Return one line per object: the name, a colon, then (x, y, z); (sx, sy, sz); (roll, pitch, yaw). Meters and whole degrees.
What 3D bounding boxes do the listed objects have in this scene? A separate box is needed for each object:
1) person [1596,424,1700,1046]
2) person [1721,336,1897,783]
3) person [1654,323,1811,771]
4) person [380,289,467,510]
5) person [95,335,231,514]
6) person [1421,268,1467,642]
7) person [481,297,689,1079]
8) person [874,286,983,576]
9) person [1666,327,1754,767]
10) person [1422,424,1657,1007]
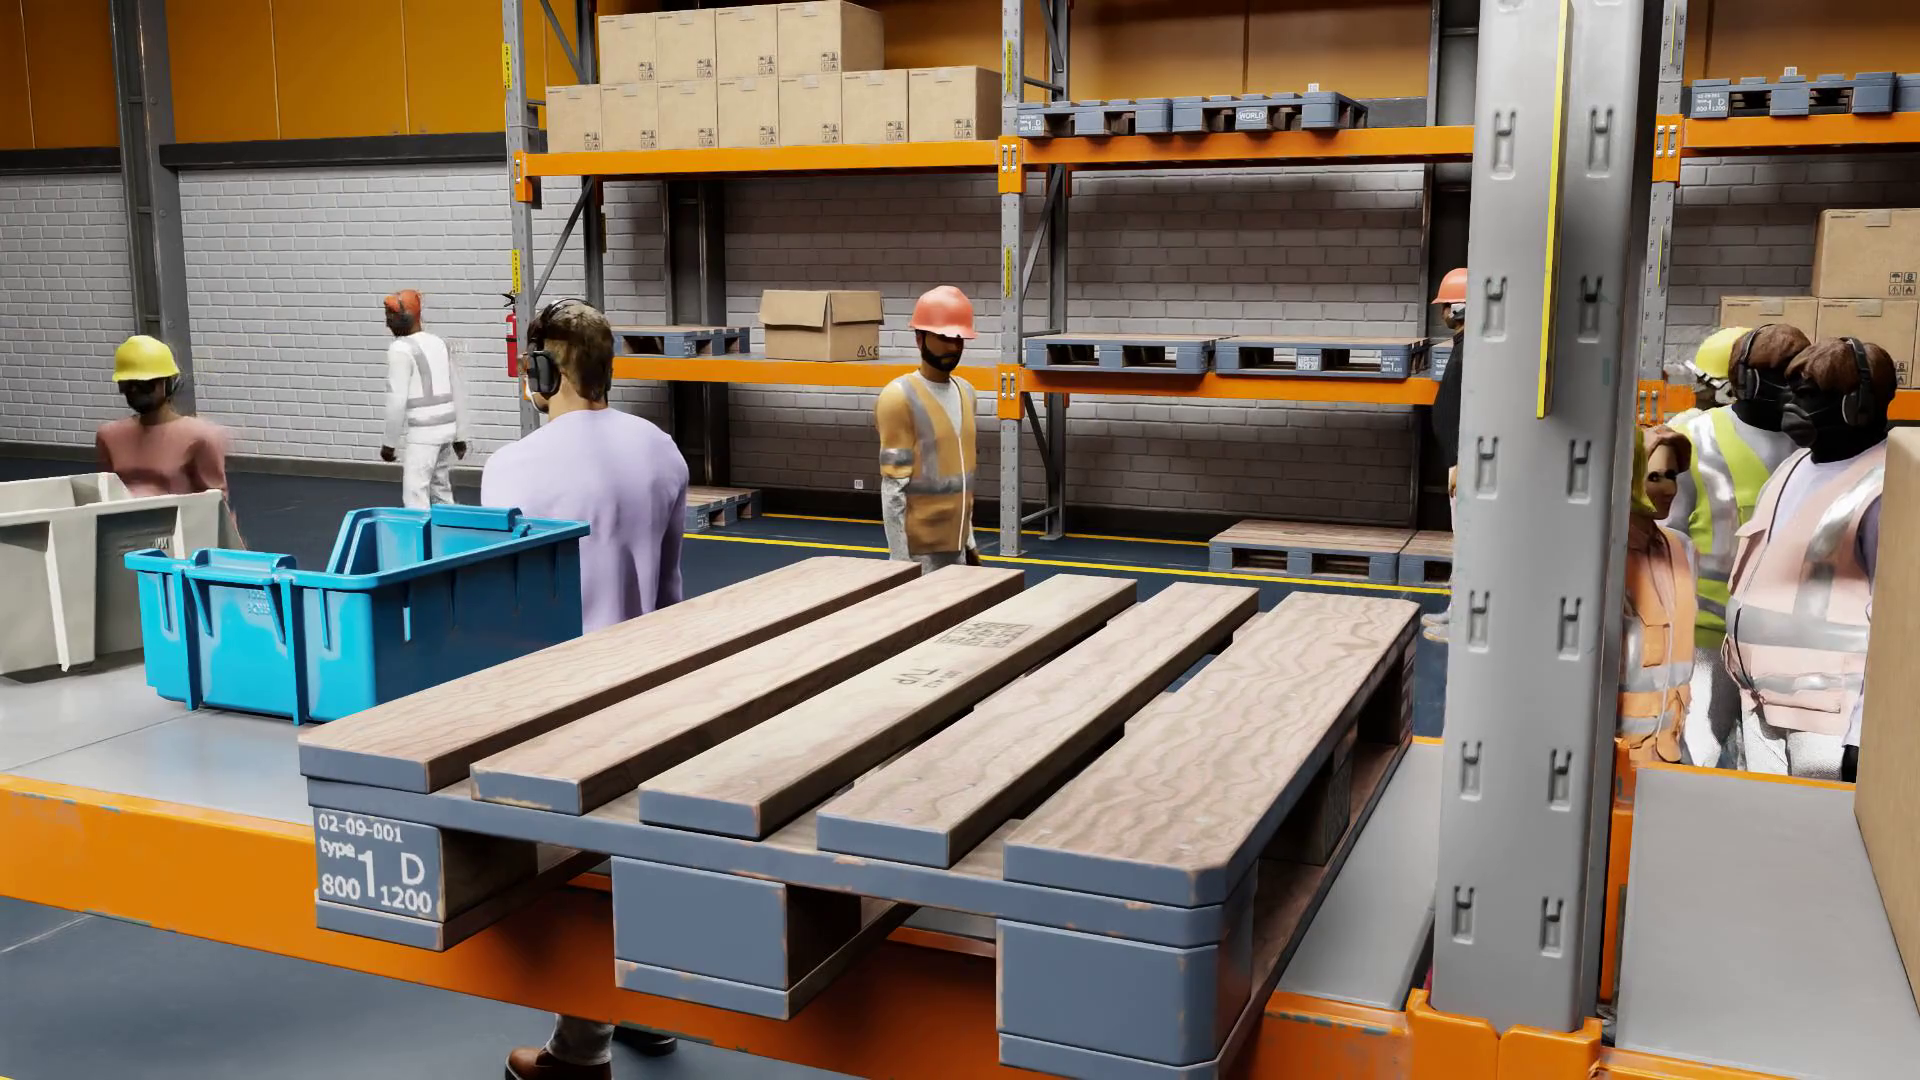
person: (1.619, 0.527, 4.114); (0.511, 1.640, 0.308); (-6, 11, -31)
person: (2.140, 0.417, 4.173); (0.429, 1.844, 0.626); (0, 9, -2)
person: (2.361, 0.282, 4.971); (0.625, 1.847, 0.429); (-1, 9, -4)
person: (-3.352, -0.631, 10.452); (0.383, 1.864, 0.794); (2, 10, 10)
person: (-3.070, 0.084, 6.452); (0.525, 1.755, 0.427); (2, 10, 12)
person: (2.686, -0.447, 8.896); (0.391, 1.991, 0.612); (3, 10, 17)
person: (-0.912, 0.386, 4.062); (0.361, 1.939, 0.635); (5, 11, 29)
person: (-0.087, -0.004, 6.413); (0.376, 1.934, 0.547); (7, 12, 34)
person: (2.661, 0.180, 5.700); (0.795, 1.797, 0.594); (1, 10, 7)
person: (1.088, 0.576, 3.561); (0.577, 1.718, 0.672); (-9, 13, -43)
